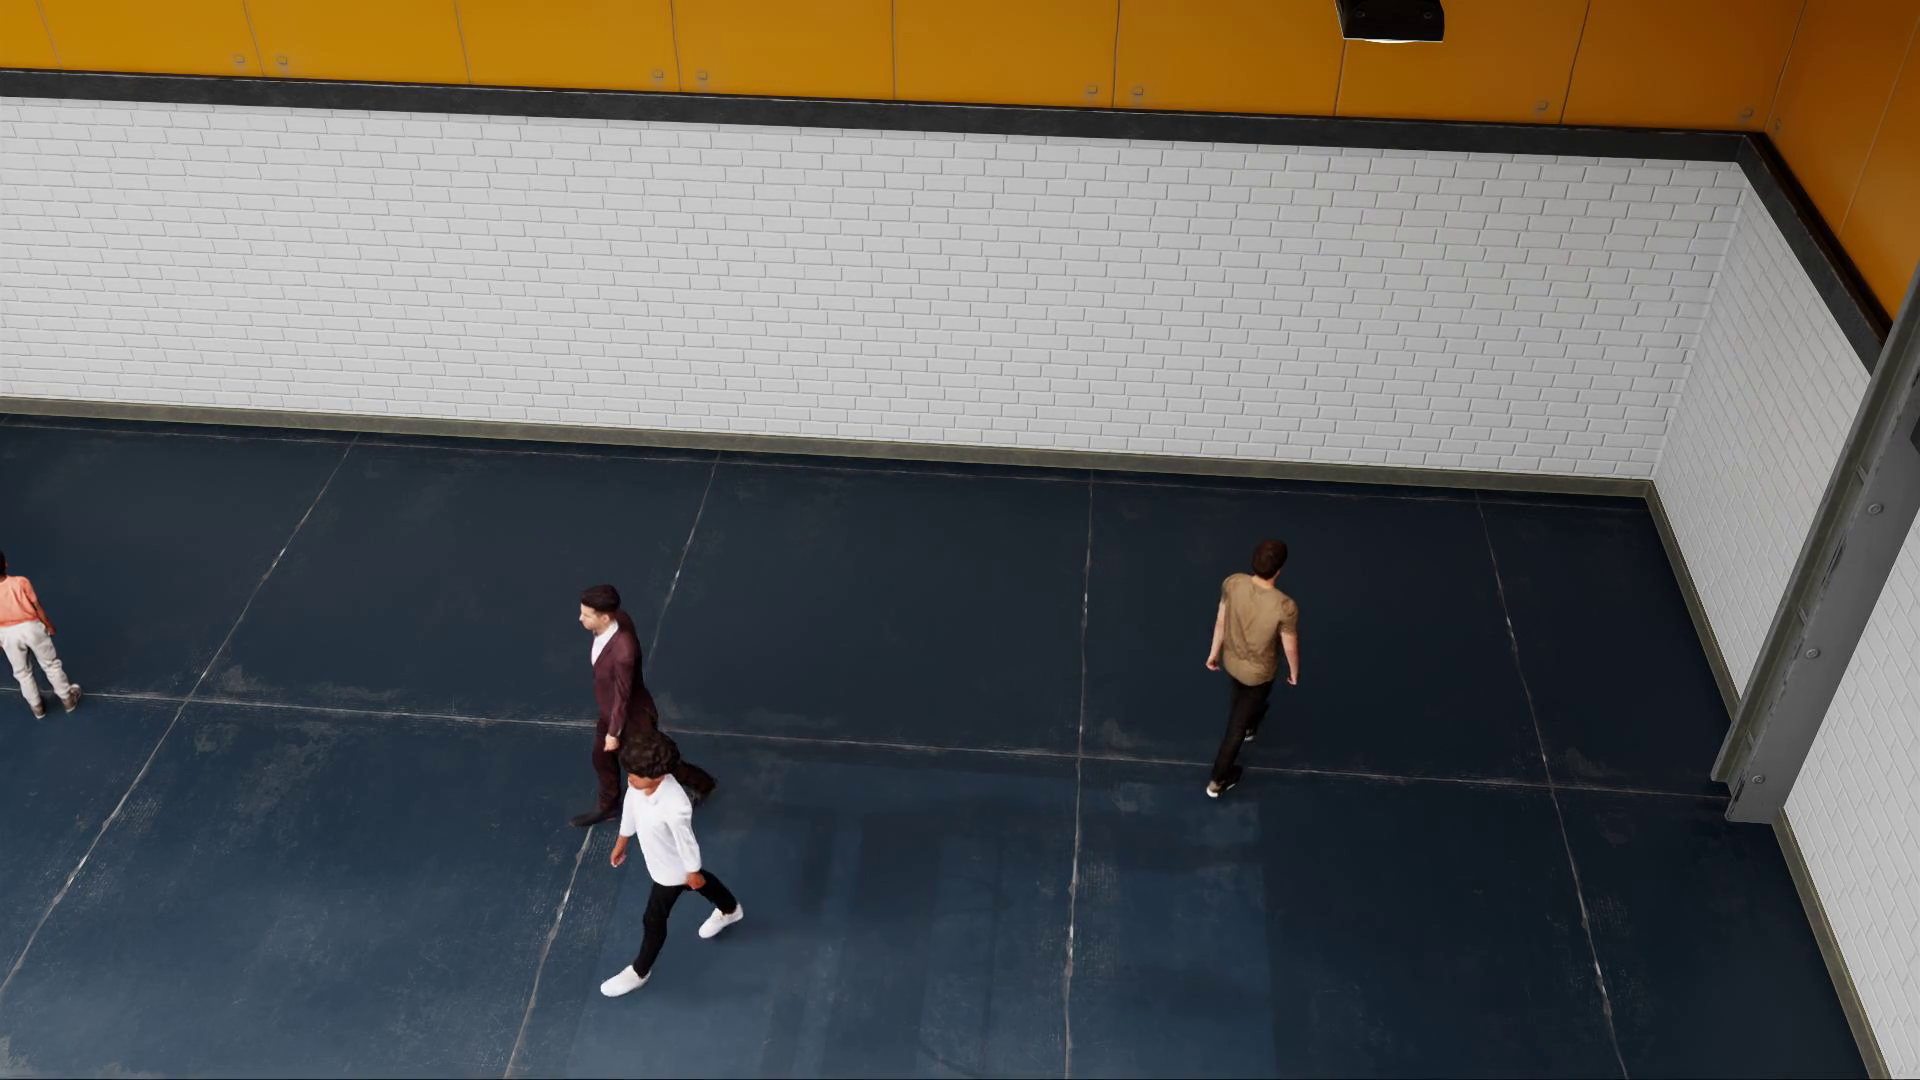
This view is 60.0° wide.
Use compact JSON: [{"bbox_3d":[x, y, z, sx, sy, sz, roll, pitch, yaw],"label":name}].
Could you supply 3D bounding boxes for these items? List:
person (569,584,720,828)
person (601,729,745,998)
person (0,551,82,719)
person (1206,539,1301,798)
[{"bbox_3d":[-1.870,0.991,9.817,1.112,1.846,1.197,-17,42,-21],"label":"person"},{"bbox_3d":[-1.513,1.666,9.045,1.161,1.757,1.169,-23,44,-26],"label":"person"},{"bbox_3d":[-6.061,0.595,10.746,0.557,1.306,0.582,-15,41,-17],"label":"person"},{"bbox_3d":[1.692,0.814,10.064,1.073,1.815,1.200,29,47,31],"label":"person"}]
